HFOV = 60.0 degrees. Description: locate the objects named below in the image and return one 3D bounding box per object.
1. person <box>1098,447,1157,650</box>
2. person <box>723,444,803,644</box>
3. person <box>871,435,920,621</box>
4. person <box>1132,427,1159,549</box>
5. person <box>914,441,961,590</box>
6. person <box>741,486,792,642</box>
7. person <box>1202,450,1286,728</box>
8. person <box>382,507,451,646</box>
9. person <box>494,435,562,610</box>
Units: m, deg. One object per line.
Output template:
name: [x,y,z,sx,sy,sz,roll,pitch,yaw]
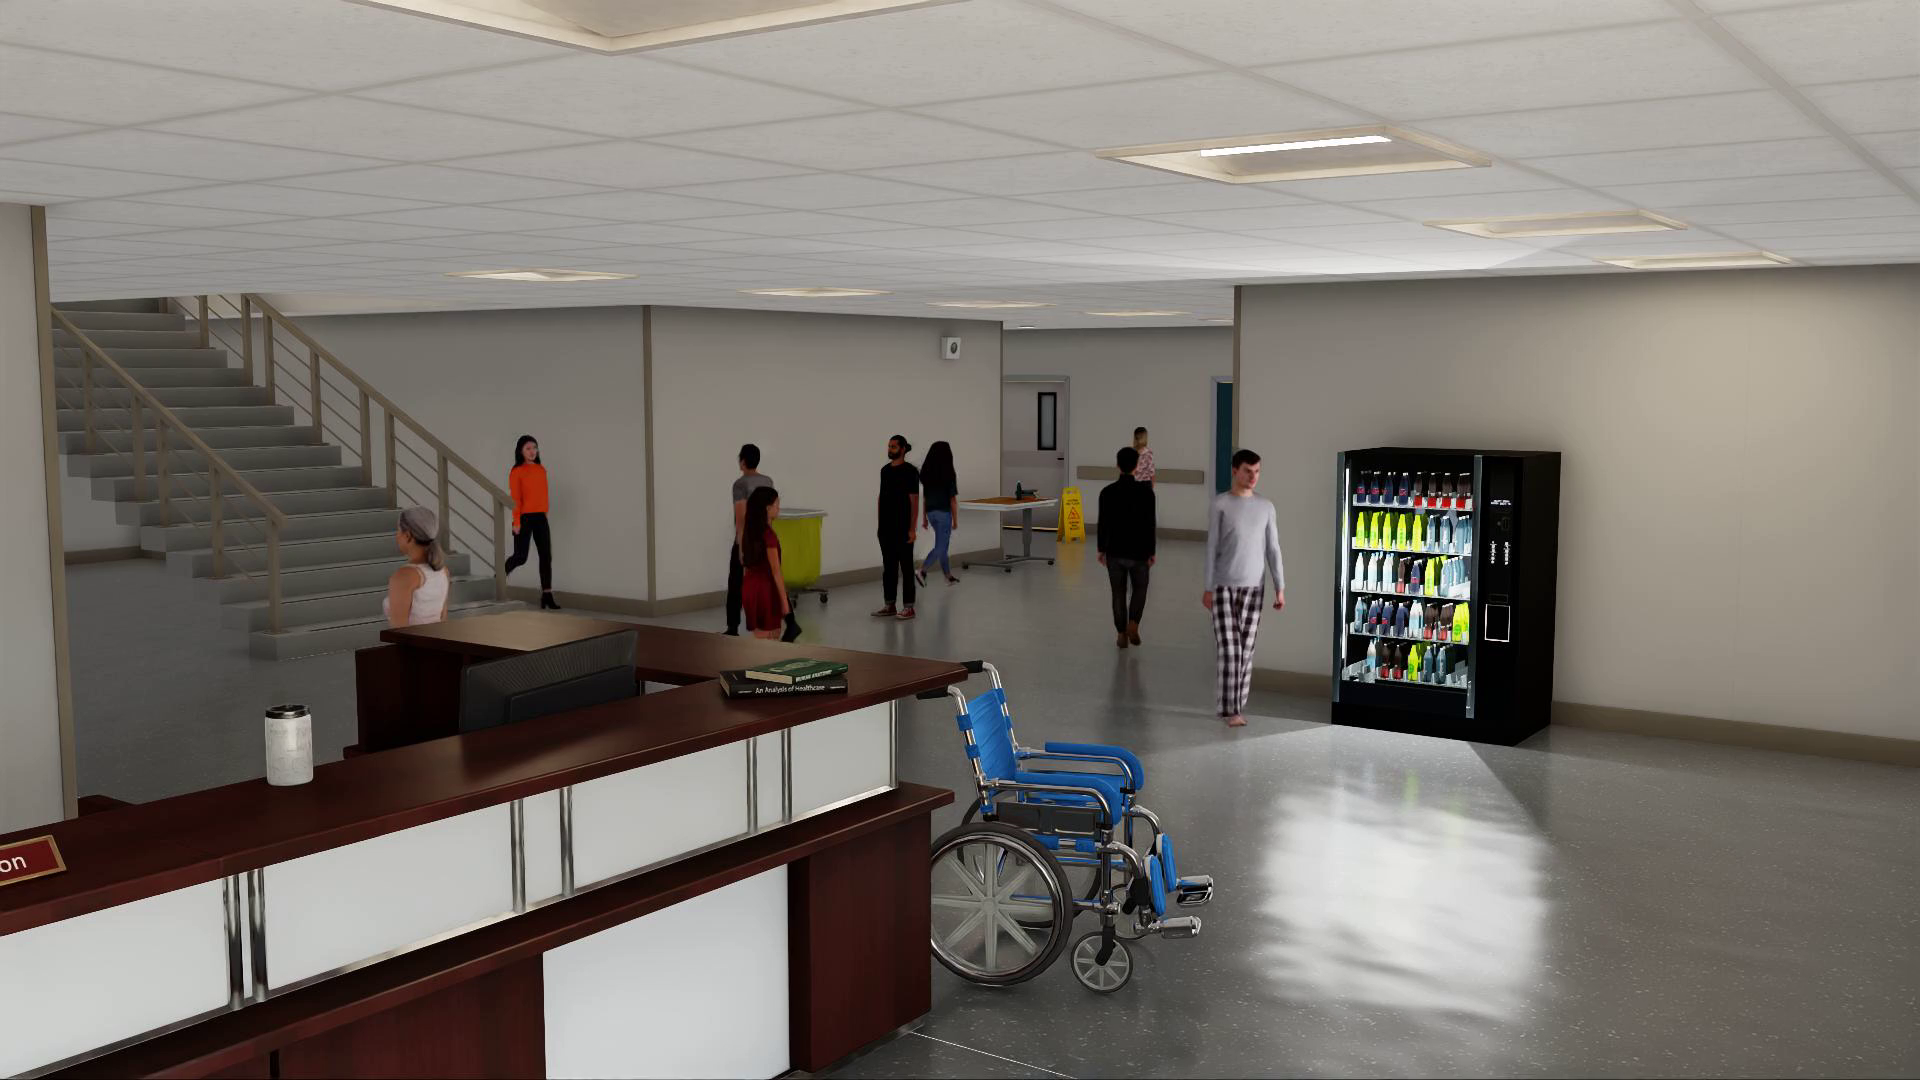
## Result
person: [1.419,0.080,14.090,0.703,1.715,0.819,1,6,9]
person: [-1.691,0.062,14.171,1.148,1.734,0.707,5,8,42]
person: [-0.598,-0.129,15.952,0.522,1.758,0.696,5,7,39]
person: [2.414,-0.705,22.304,0.446,1.632,0.626,4,7,34]
person: [-0.260,-0.247,17.938,0.979,1.594,0.667,4,7,37]
person: [-1.473,0.399,11.816,0.715,1.534,0.662,-4,7,-36]
person: [1.845,0.311,11.190,0.938,1.835,1.003,-1,6,-11]
person: [-2.559,0.688,8.177,0.968,1.689,0.797,1,6,14]
person: [-4.317,-0.156,16.411,1.067,1.720,0.652,4,7,32]
